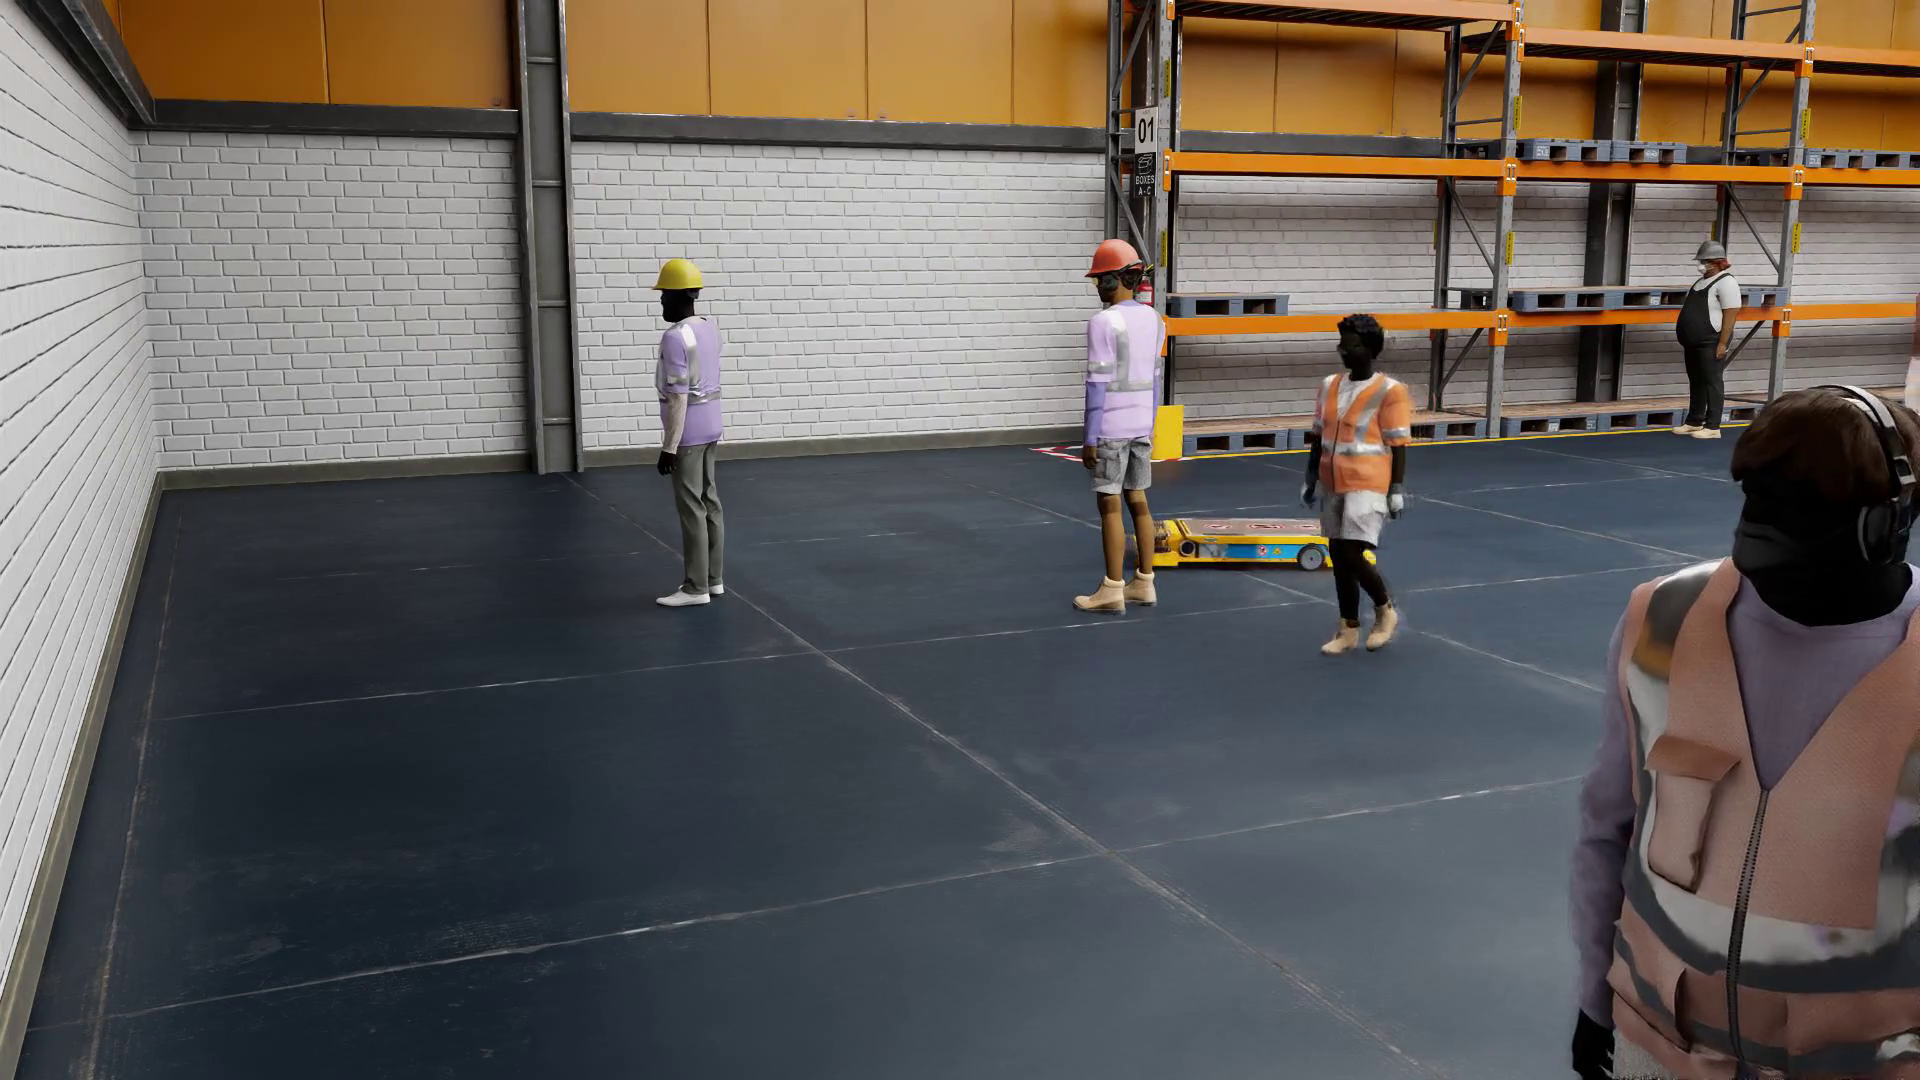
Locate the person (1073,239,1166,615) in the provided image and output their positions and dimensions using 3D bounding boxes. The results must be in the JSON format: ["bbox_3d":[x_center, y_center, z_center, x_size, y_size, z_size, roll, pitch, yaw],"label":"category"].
[{"bbox_3d":[0.854,-0.613,9.099,0.395,2.034,0.609,9,13,40],"label":"person"}]

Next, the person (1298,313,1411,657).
[{"bbox_3d":[1.894,-0.252,8.059,0.360,1.683,0.540,-6,12,-31],"label":"person"}]

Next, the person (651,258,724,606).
[{"bbox_3d":[-1.517,-0.589,9.253,0.369,1.928,0.586,3,11,14],"label":"person"}]

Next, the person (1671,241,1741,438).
[{"bbox_3d":[7.689,-2.074,17.216,0.538,2.000,0.690,-1,10,-5],"label":"person"}]

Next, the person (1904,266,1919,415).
[{"bbox_3d":[9.171,-1.738,15.543,0.802,1.968,0.622,-2,10,-10],"label":"person"}]

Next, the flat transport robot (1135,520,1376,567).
[{"bbox_3d":[1.851,0.010,10.535,1.431,0.197,0.652,0,10,2],"label":"flat transport robot"}]

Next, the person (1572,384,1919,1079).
[{"bbox_3d":[1.134,0.705,2.296,0.430,1.840,0.626,-10,14,-44],"label":"person"}]
